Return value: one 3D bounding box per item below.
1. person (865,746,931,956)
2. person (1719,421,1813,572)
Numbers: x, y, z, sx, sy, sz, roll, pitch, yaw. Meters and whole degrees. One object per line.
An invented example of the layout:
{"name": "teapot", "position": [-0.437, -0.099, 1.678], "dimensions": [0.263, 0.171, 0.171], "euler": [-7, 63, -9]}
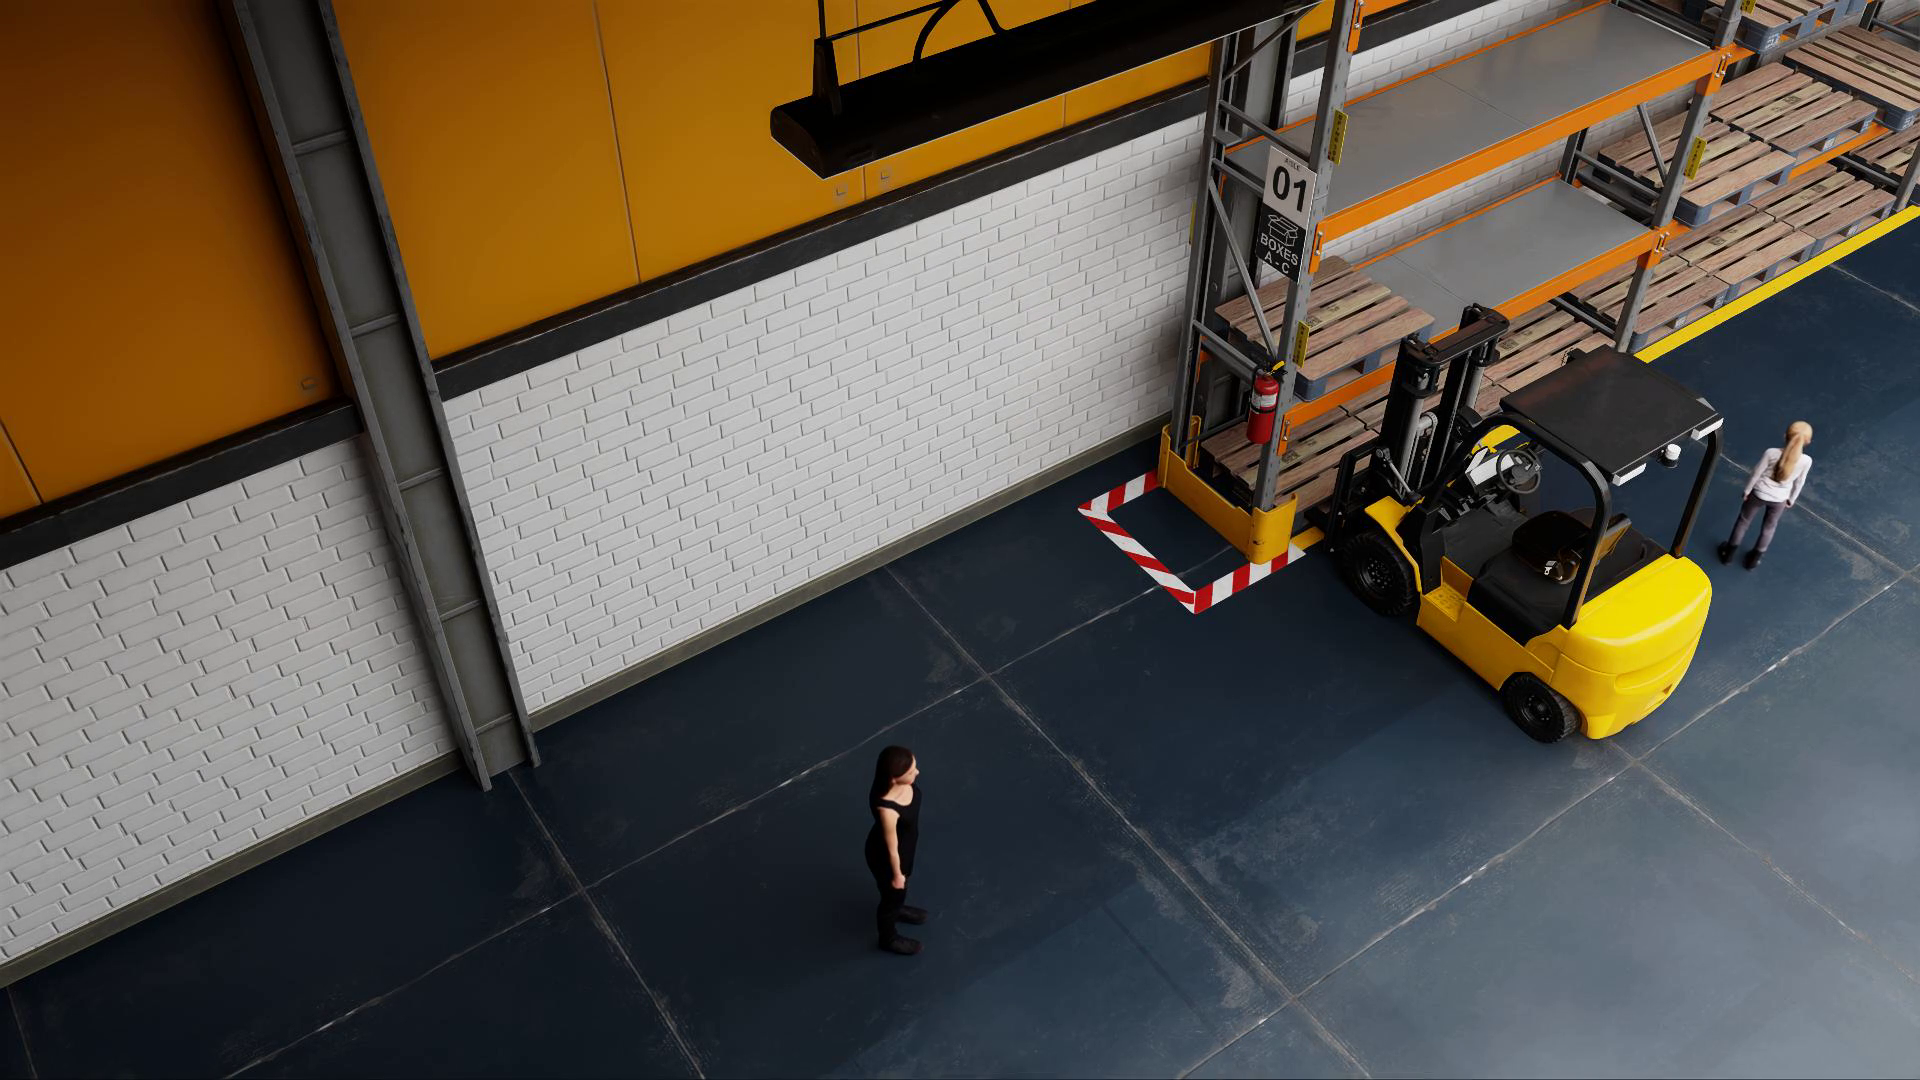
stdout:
{"name": "person", "position": [-0.363, 1.705, 9.207], "dimensions": [0.728, 1.689, 0.671], "euler": [6, 44, 6]}
{"name": "person", "position": [5.656, -0.308, 11.619], "dimensions": [0.584, 1.277, 0.630], "euler": [14, 45, 14]}
